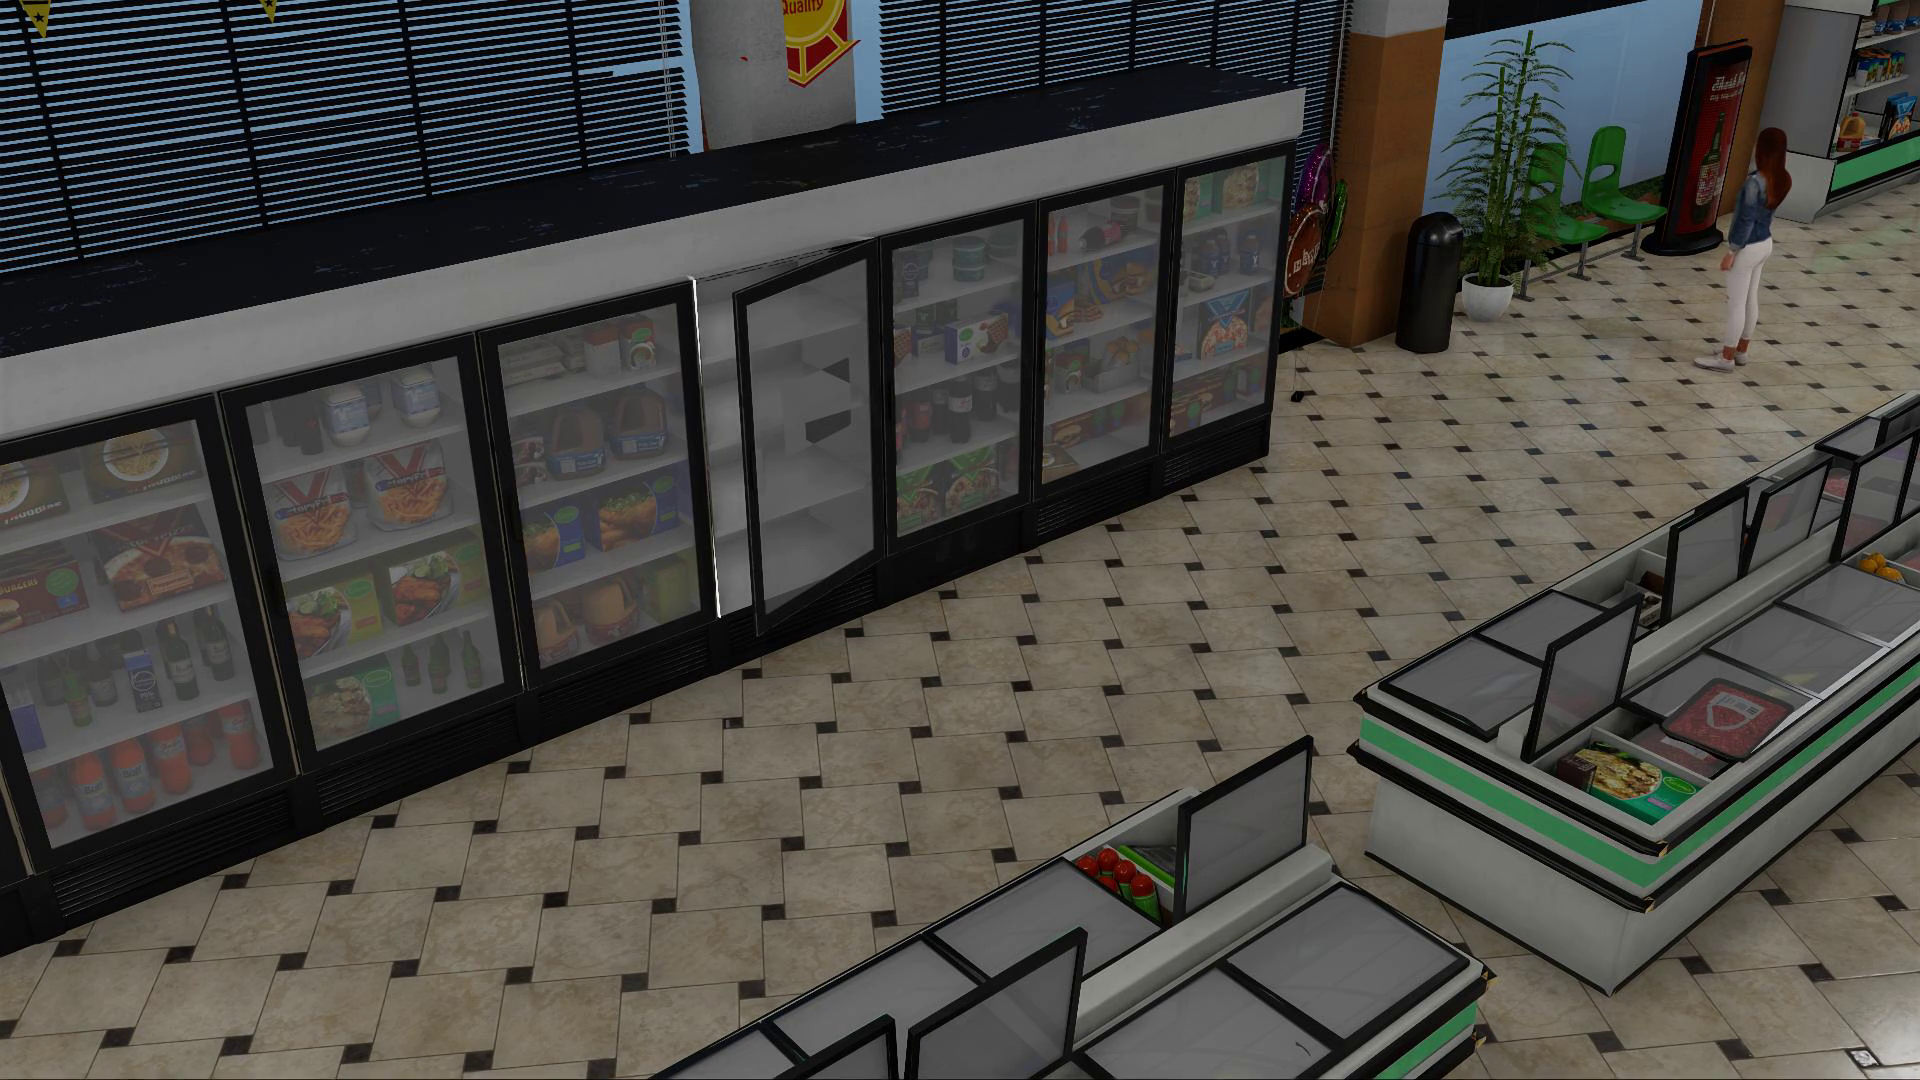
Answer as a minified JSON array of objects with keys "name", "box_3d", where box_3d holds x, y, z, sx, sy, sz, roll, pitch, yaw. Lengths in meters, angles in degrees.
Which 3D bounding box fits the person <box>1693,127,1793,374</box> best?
[{"name":"person","box_3d":[5.492,-2.004,11.537,0.454,1.703,0.671,-22,34,-37]}]
